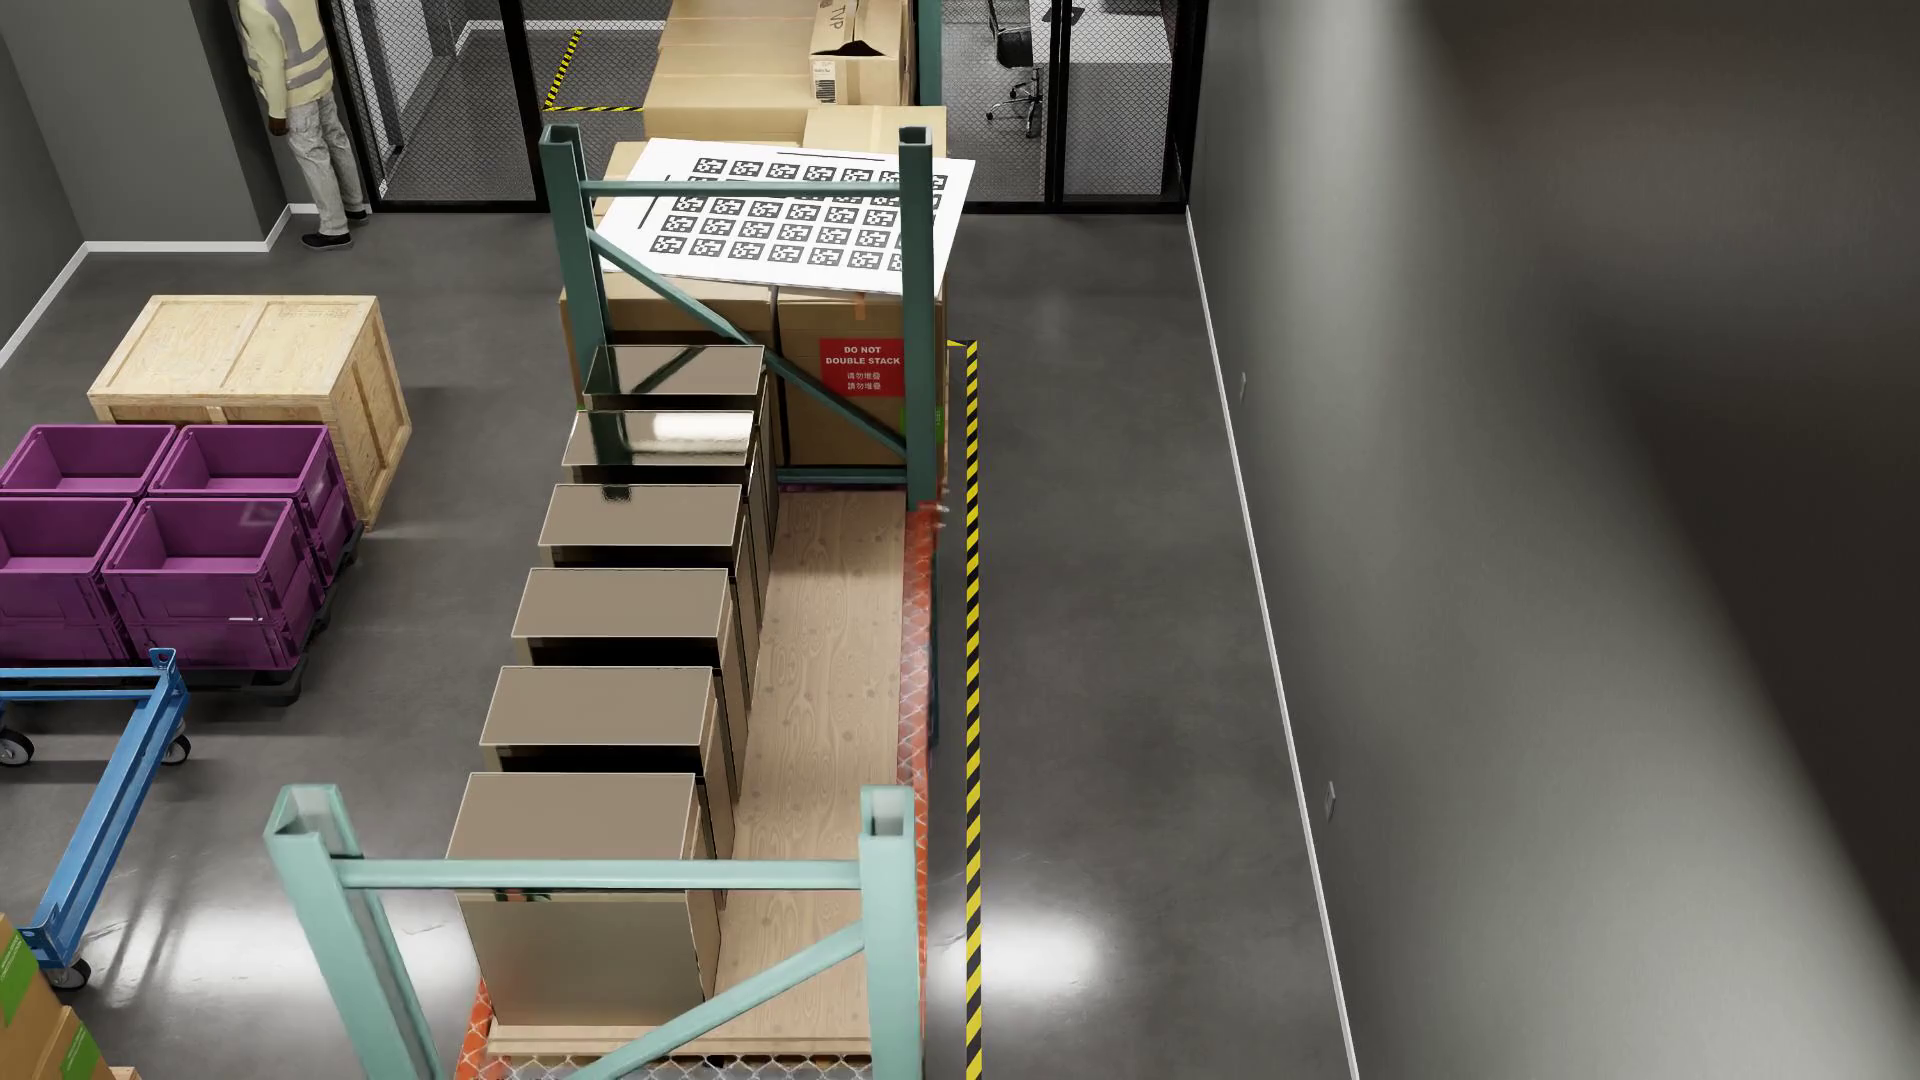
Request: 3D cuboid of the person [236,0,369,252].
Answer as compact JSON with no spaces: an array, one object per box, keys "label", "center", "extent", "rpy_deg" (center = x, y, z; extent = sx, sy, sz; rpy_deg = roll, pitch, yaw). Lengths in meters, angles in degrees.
[{"label":"person","center":[-3.480,-2.382,8.688],"extent":[0.404,1.833,0.591],"rpy_deg":[6,42,7]}]
